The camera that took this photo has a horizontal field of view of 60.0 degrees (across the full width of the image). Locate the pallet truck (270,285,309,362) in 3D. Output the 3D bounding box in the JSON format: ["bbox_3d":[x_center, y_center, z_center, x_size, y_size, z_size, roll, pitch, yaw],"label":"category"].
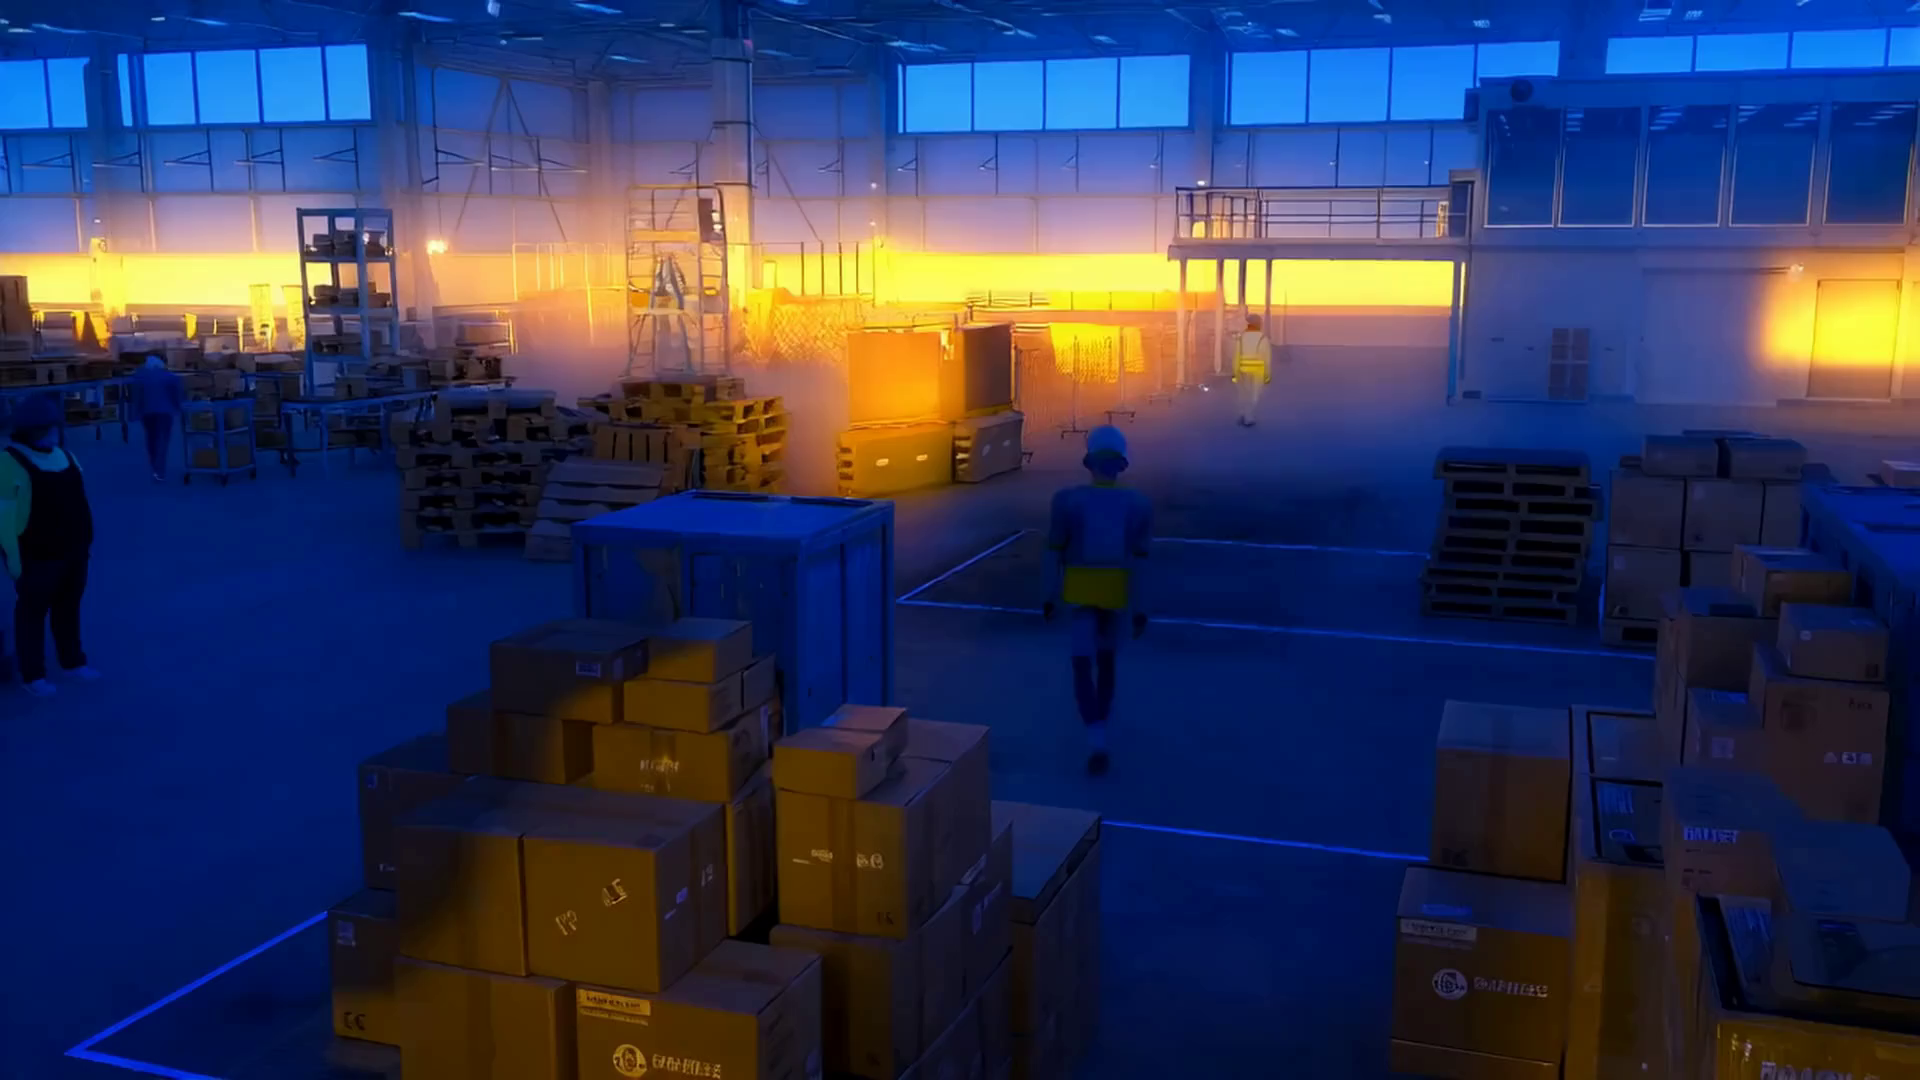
[{"bbox_3d":[-17.147,-5.700,43.663,0.823,1.965,1.885,3,11,17],"label":"pallet truck"}]

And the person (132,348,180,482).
[{"bbox_3d":[-10.367,-1.621,21.490,0.532,1.708,0.943,-2,10,-10],"label":"person"}]

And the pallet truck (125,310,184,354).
[{"bbox_3d":[-22.038,-5.665,45.457,0.704,1.261,1.522,3,11,17],"label":"pallet truck"}]

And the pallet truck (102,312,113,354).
[{"bbox_3d":[-23.057,-5.777,46.261,0.680,1.201,1.601,3,11,19],"label":"pallet truck"}]

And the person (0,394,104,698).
[{"bbox_3d":[-6.154,0.029,11.278,0.539,2.000,0.689,3,10,16],"label":"person"}]

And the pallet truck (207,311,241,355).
[{"bbox_3d":[-19.537,-5.575,44.913,0.653,1.274,1.630,3,11,19],"label":"pallet truck"}]

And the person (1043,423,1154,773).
[{"bbox_3d":[0.816,0.331,9.684,0.614,2.015,0.973,-1,10,-5],"label":"person"}]

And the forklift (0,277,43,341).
[{"bbox_3d":[-27.151,-6.329,46.328,1.157,1.987,2.680,3,11,17],"label":"forklift"}]

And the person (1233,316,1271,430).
[{"bbox_3d":[4.842,-2.756,27.438,0.616,1.867,0.531,6,12,31],"label":"person"}]

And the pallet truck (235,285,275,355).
[{"bbox_3d":[-18.327,-5.835,44.421,0.823,1.965,1.885,4,11,23],"label":"pallet truck"}]
